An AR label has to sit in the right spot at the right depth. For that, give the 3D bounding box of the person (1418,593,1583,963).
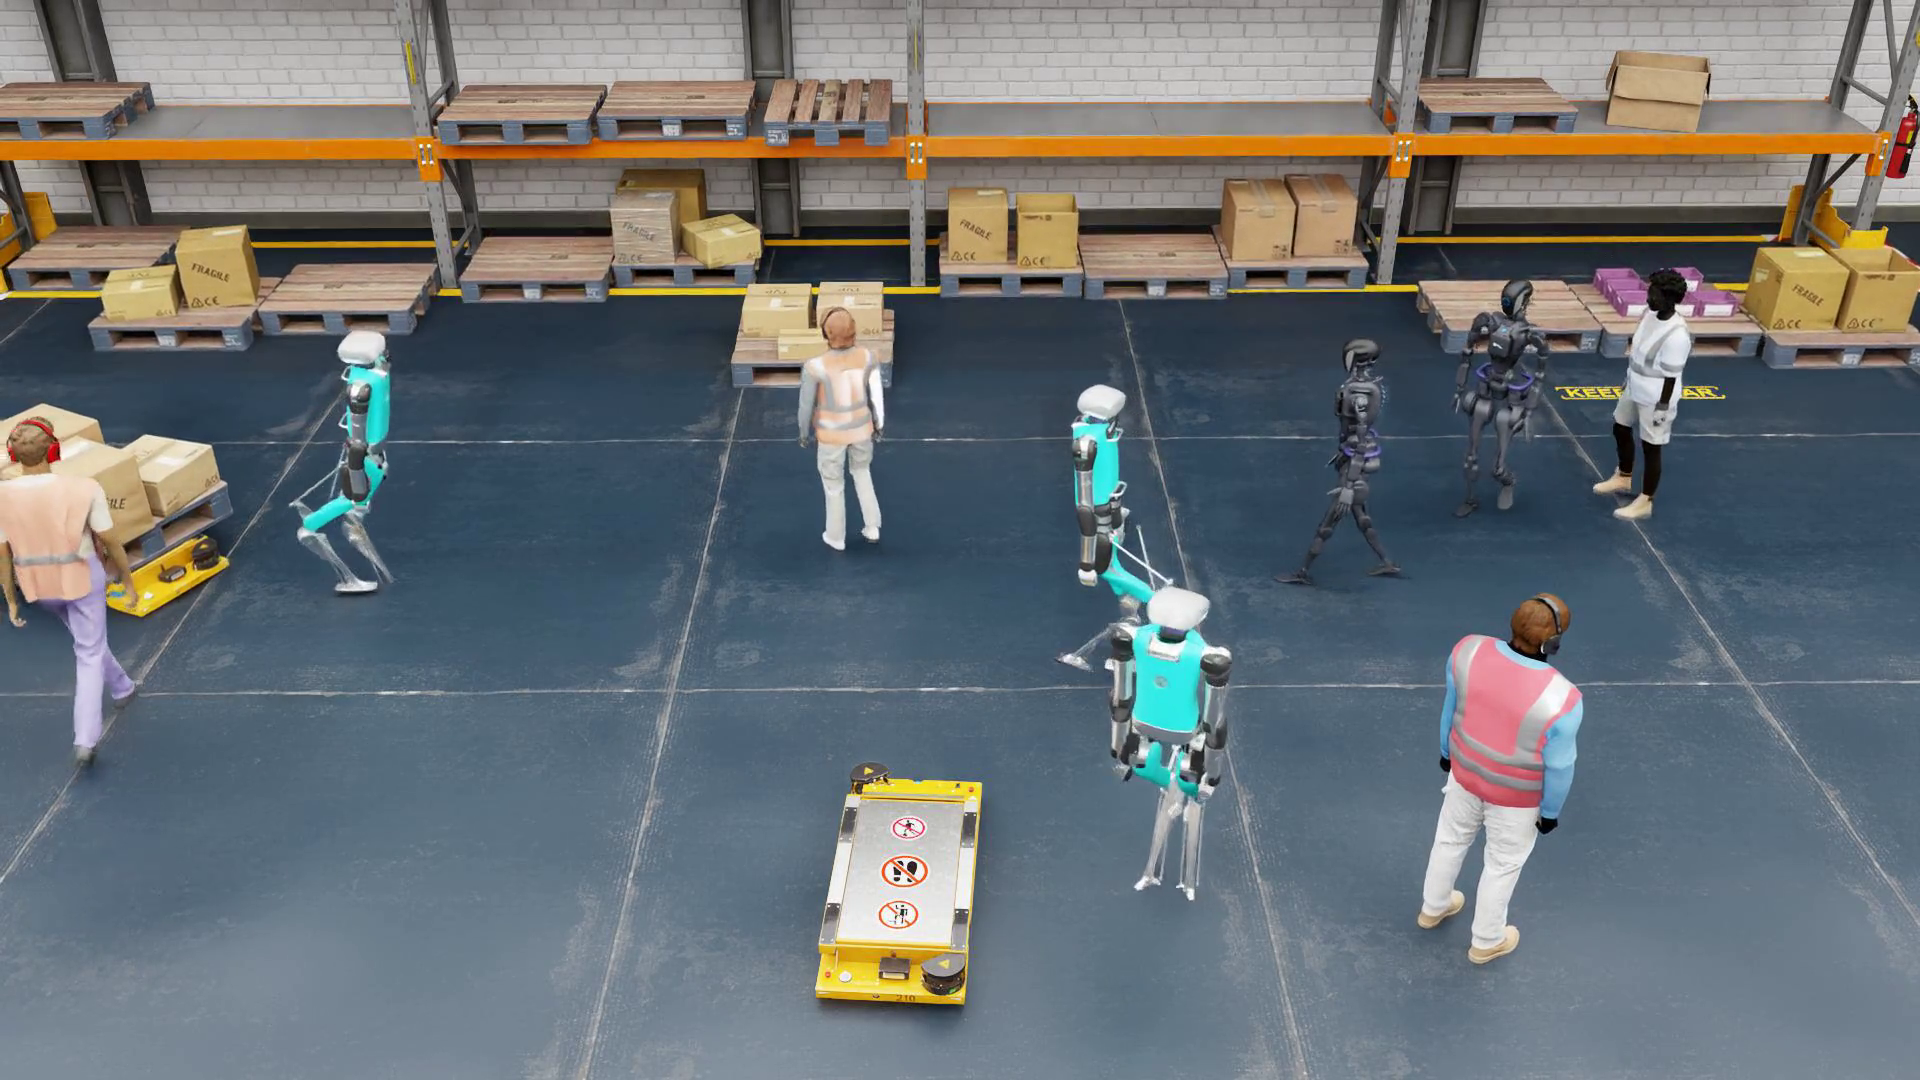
[{"bbox_3d":[2.342,1.022,7.198,0.431,1.836,0.629,-24,38,-34],"label":"person"}]

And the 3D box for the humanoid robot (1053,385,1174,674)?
[{"bbox_3d":[0.896,0.044,8.907,0.871,1.777,0.552,10,33,17],"label":"humanoid robot"}]

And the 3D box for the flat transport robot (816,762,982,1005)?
[{"bbox_3d":[-0.258,1.576,7.787,0.659,0.231,1.431,2,31,3],"label":"flat transport robot"}]

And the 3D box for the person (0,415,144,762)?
[{"bbox_3d":[-4.576,0.269,8.506,0.594,1.805,0.879,-1,31,-1],"label":"person"}]

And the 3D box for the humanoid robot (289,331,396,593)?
[{"bbox_3d":[-3.584,-0.358,9.633,0.810,1.808,0.566,-1,31,-2],"label":"humanoid robot"}]

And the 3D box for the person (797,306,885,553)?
[{"bbox_3d":[-0.720,-0.655,10.170,0.539,1.633,0.355,-15,34,-23],"label":"person"}]

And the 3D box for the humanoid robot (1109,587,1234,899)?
[{"bbox_3d":[0.985,0.905,7.495,0.541,1.785,0.697,14,34,22],"label":"humanoid robot"}]

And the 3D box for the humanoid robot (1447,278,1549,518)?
[{"bbox_3d":[3.429,-0.909,10.549,0.611,1.644,0.430,26,39,36],"label":"humanoid robot"}]

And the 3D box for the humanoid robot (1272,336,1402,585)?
[{"bbox_3d":[2.331,-0.451,9.846,0.791,1.627,0.610,3,31,5],"label":"humanoid robot"}]

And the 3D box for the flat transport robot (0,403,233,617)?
[{"bbox_3d":[-5.295,0.077,10.282,1.431,0.231,0.659,15,34,23],"label":"flat transport robot"}]

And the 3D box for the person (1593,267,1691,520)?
[{"bbox_3d":[4.383,-0.927,10.581,0.320,1.689,0.547,-3,31,-5],"label":"person"}]
